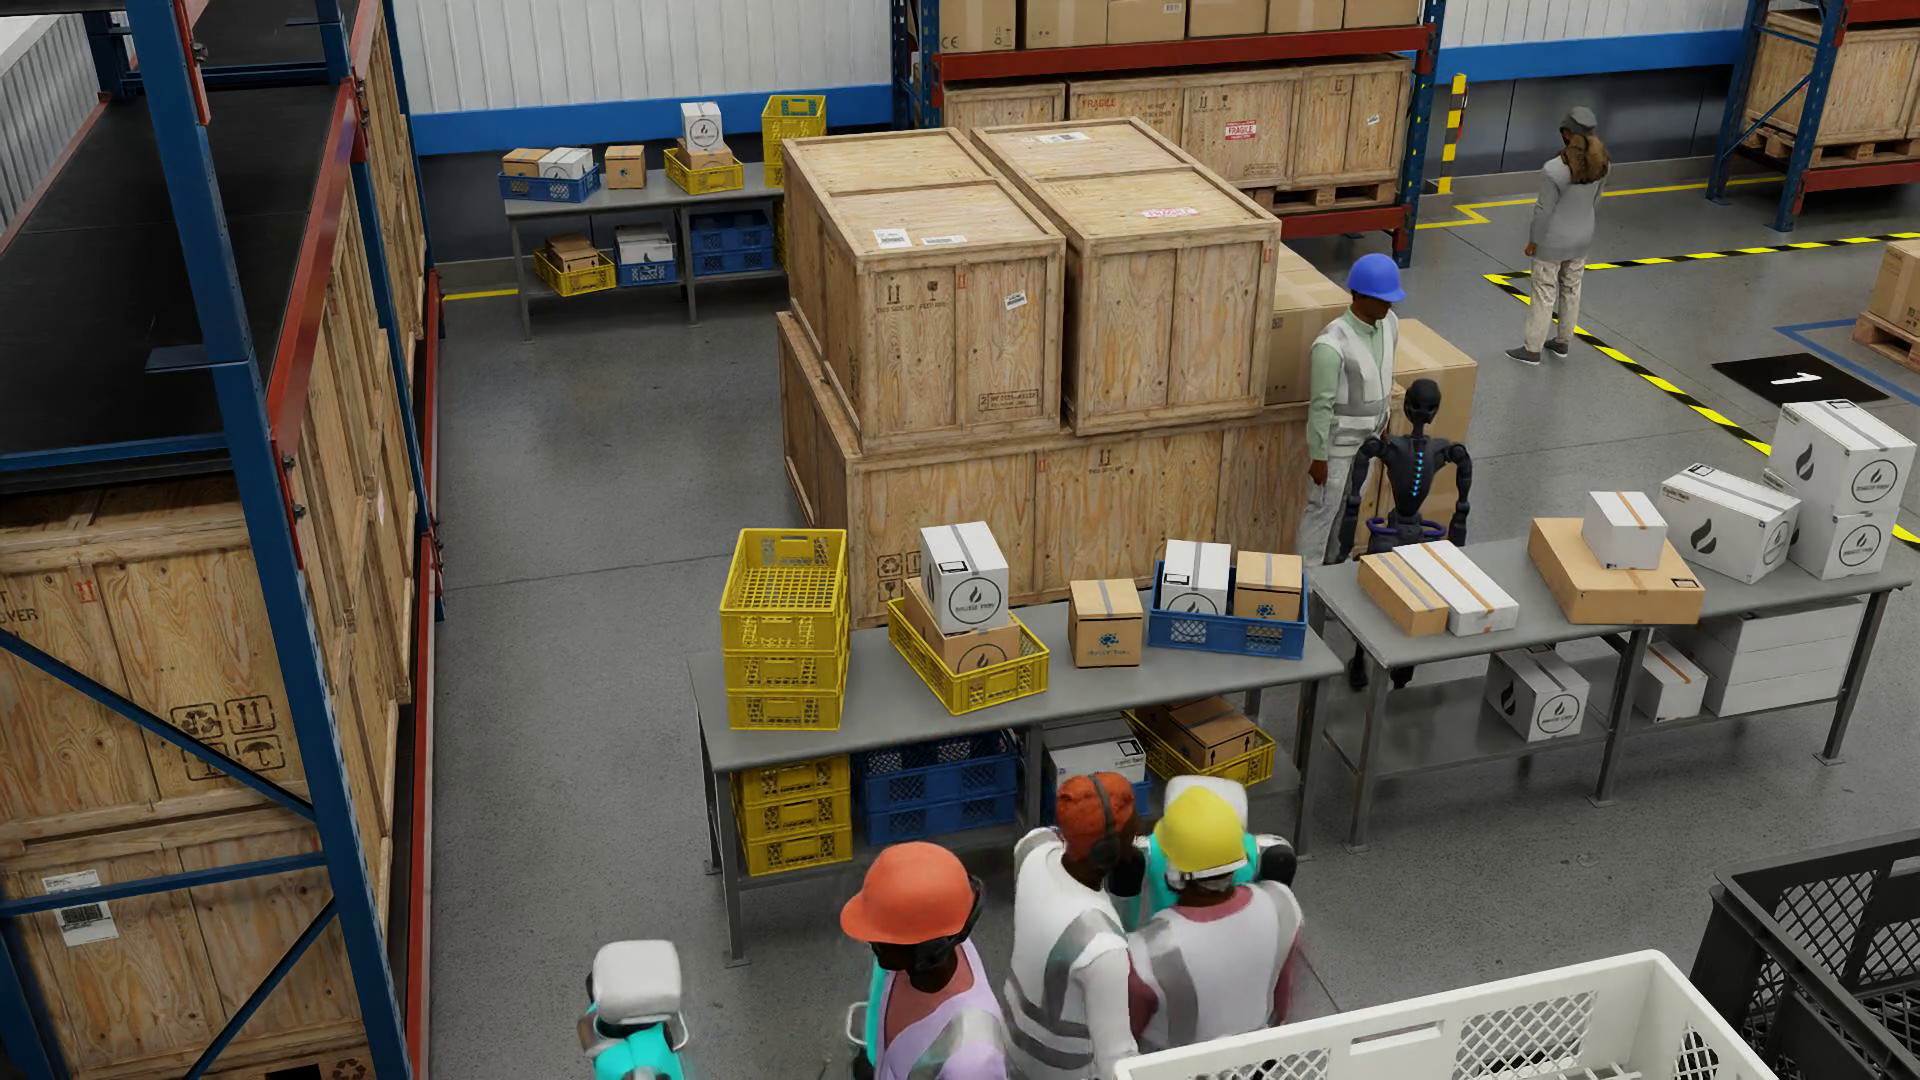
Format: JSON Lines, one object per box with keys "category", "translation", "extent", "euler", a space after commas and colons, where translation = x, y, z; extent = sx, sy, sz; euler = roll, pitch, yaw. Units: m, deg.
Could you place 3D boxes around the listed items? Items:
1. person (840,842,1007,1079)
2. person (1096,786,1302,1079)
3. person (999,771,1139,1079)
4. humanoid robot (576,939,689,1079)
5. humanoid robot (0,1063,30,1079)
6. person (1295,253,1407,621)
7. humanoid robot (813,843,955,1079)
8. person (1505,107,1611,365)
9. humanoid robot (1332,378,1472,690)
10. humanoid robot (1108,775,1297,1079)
{"category": "person", "translation": [-0.090, 1.616, 4.347], "extent": [0.388, 2.040, 0.613], "euler": [-8, 30, -15]}
{"category": "person", "translation": [0.641, 1.480, 4.814], "extent": [0.622, 1.821, 0.441], "euler": [-16, 33, -26]}
{"category": "person", "translation": [0.292, 1.483, 4.755], "extent": [0.420, 1.886, 0.775], "euler": [-8, 30, -14]}
{"category": "humanoid robot", "translation": [-0.607, 1.757, 4.412], "extent": [0.812, 1.794, 0.548], "euler": [-11, 31, -19]}
{"category": "humanoid robot", "translation": [-2.183, 1.931, 4.141], "extent": [0.315, 1.653, 0.599], "euler": [7, 30, 13]}
{"category": "person", "translation": [1.952, -0.516, 8.325], "extent": [0.606, 1.940, 0.413], "euler": [-25, 38, -38]}
{"category": "humanoid robot", "translation": [-0.435, 1.631, 4.651], "extent": [0.912, 1.760, 0.561], "euler": [-3, 29, -5]}
{"category": "person", "translation": [4.092, -2.050, 11.281], "extent": [0.562, 1.769, 0.400], "euler": [-14, 32, -24]}
{"category": "humanoid robot", "translation": [1.988, 0.056, 7.584], "extent": [0.612, 1.625, 0.584], "euler": [1, 29, 2]}
{"category": "humanoid robot", "translation": [0.685, 1.586, 4.722], "extent": [0.541, 1.774, 0.803], "euler": [0, 29, -1]}
